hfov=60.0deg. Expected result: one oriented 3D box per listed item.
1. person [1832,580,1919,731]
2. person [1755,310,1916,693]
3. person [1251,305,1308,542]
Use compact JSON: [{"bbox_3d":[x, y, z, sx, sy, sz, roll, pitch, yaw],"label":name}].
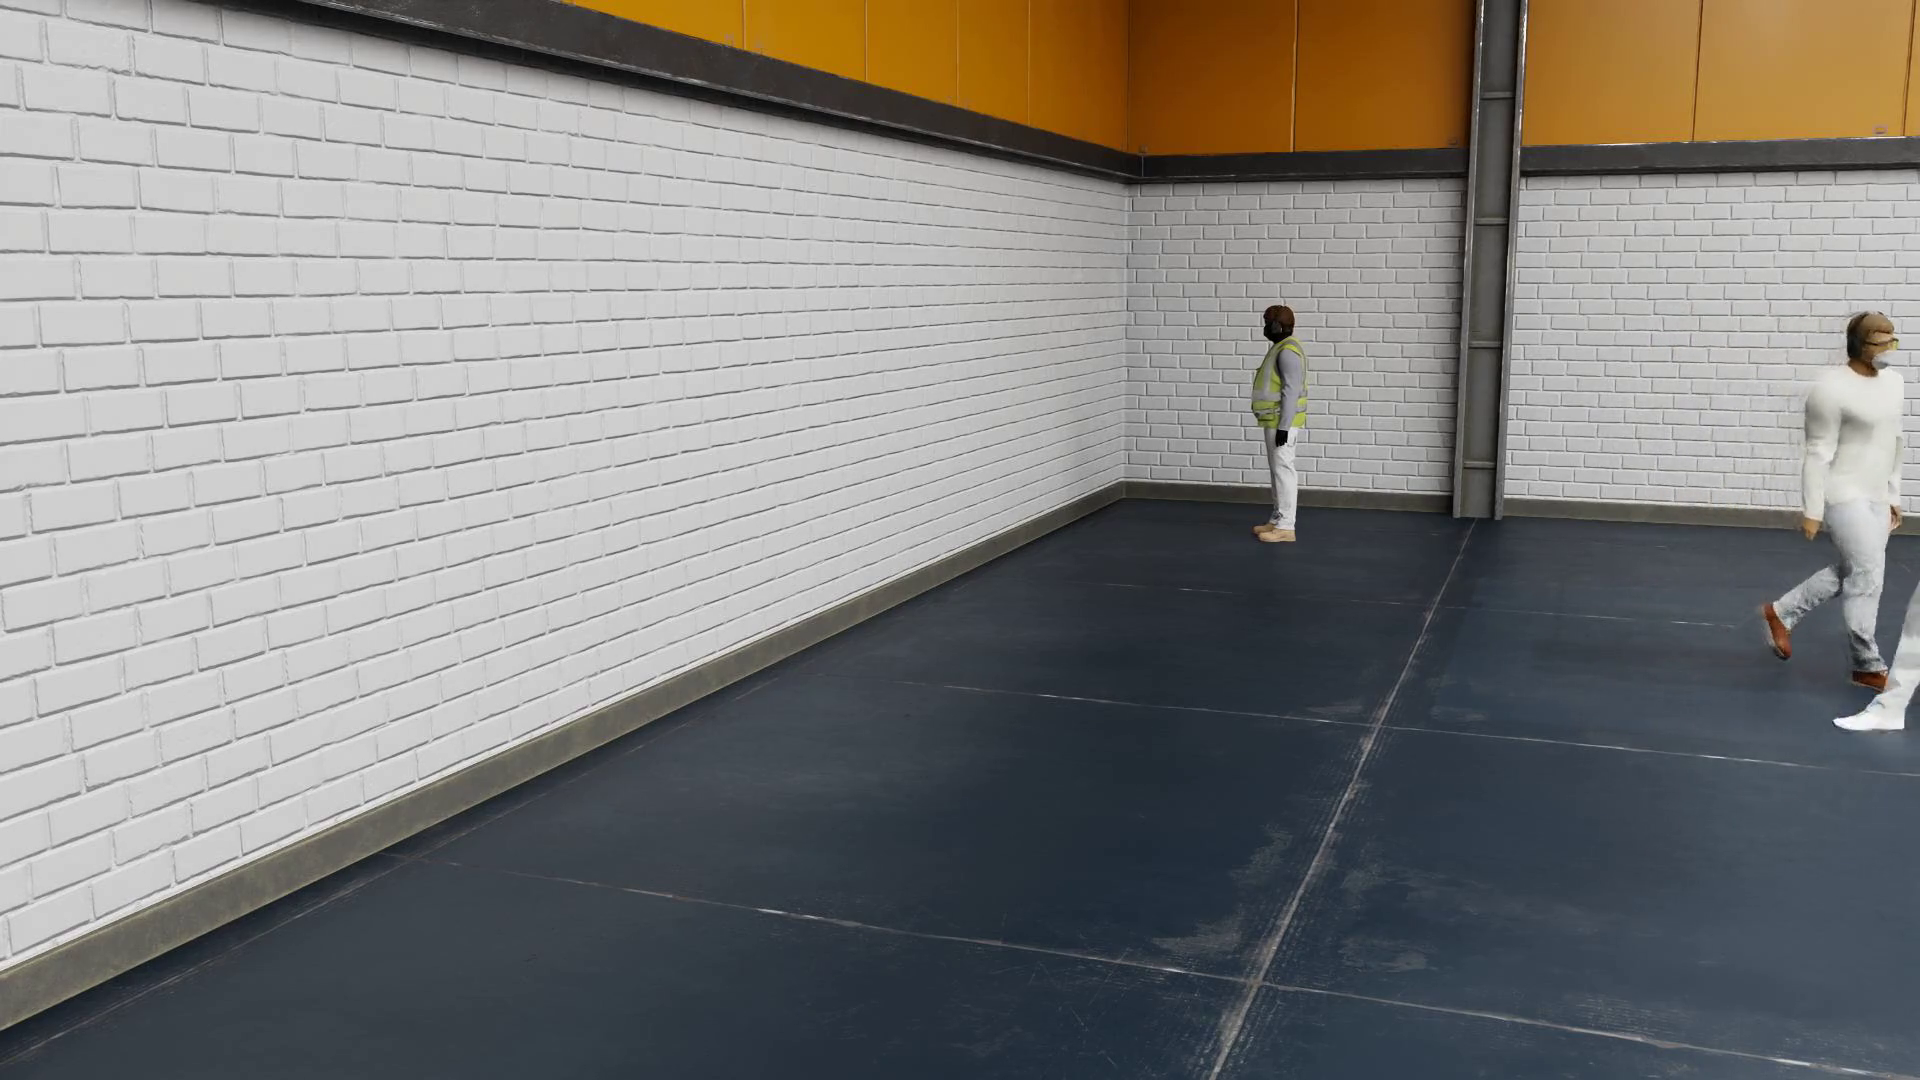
[{"bbox_3d":[4.556,-0.019,7.378,1.029,1.874,0.597,1,9,7],"label":"person"},{"bbox_3d":[4.426,-0.208,8.400,0.650,1.910,0.812,-6,11,-32],"label":"person"},{"bbox_3d":[2.483,-0.907,12.985,0.429,1.839,0.634,1,9,5],"label":"person"}]
